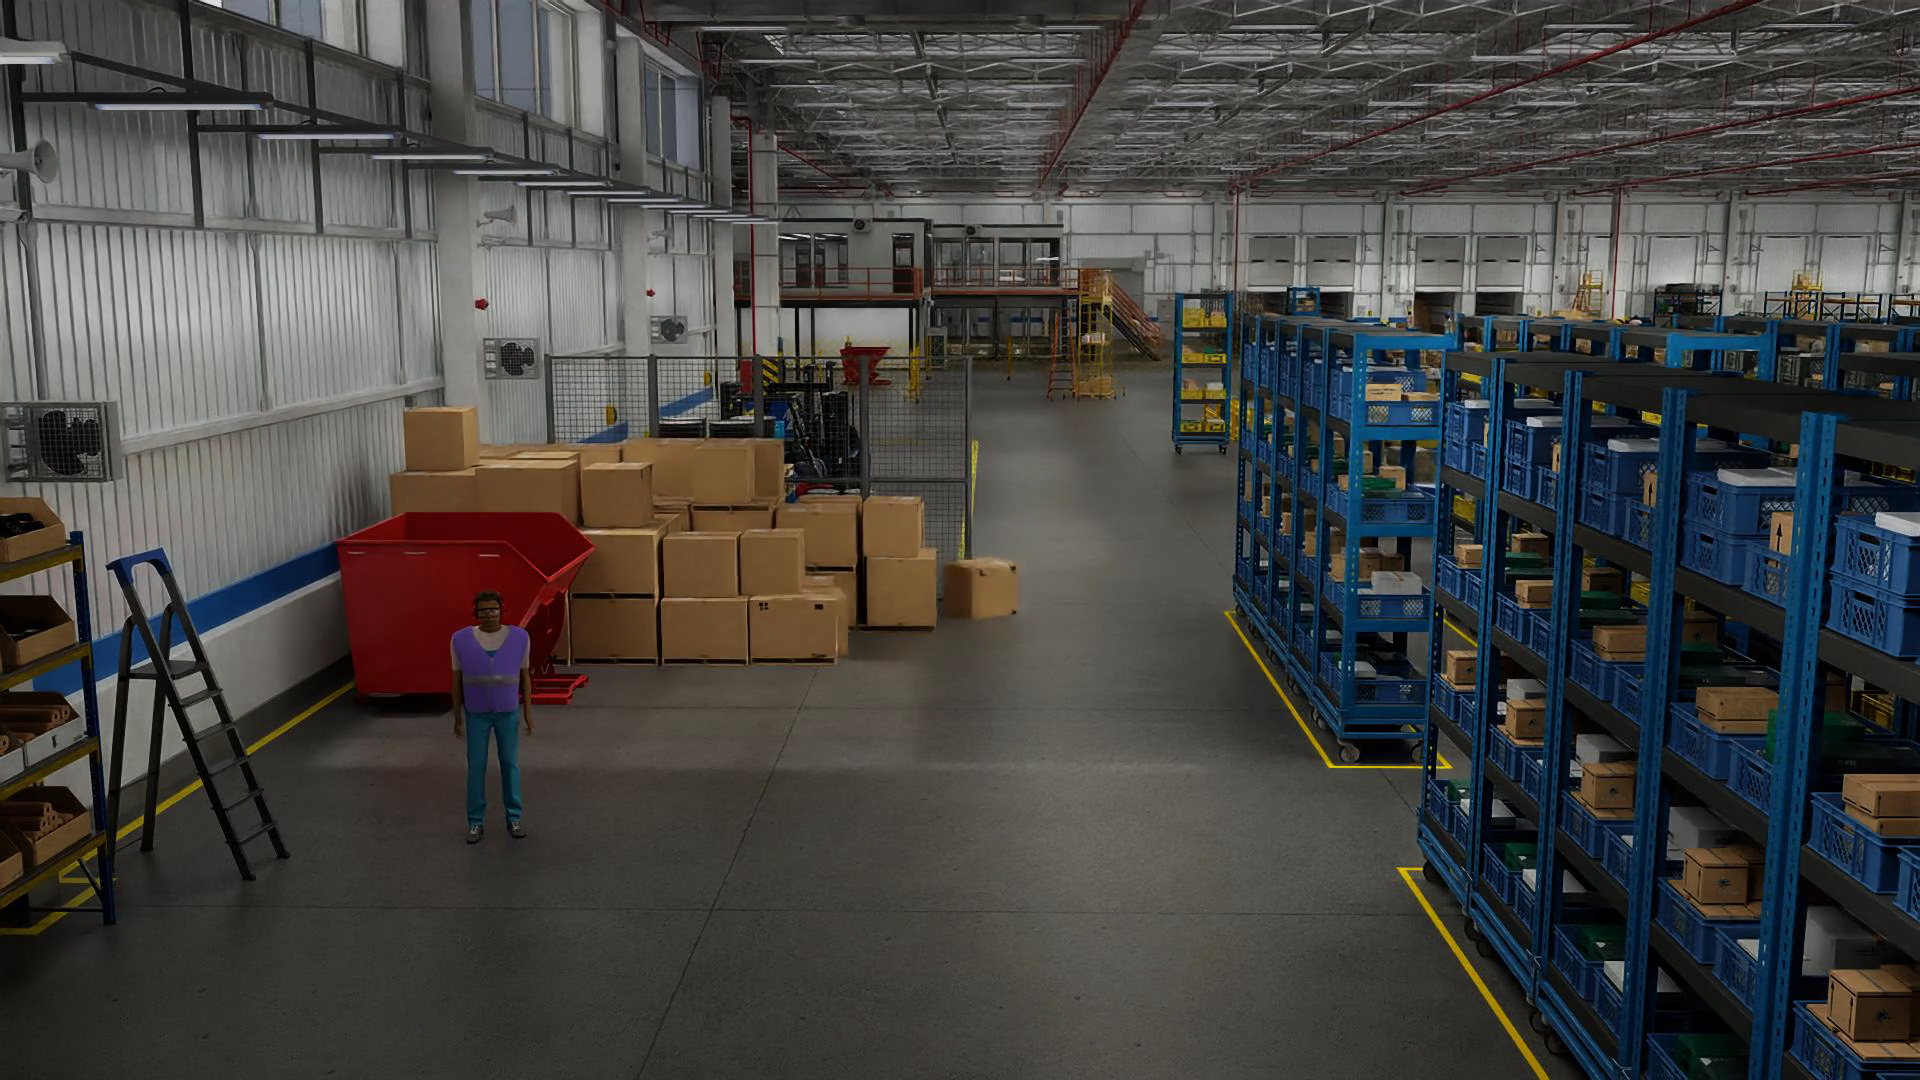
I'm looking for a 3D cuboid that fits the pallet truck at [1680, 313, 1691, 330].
[{"bbox_3d":[36.315,-10.531,84.244,0.823,1.965,1.885,-6,11,-33],"label":"pallet truck"}]

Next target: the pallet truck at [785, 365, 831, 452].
[{"bbox_3d":[-3.774,-2.976,37.635,1.885,1.965,0.823,1,9,5],"label":"pallet truck"}]

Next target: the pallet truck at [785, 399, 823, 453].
[{"bbox_3d":[-3.814,-2.432,36.419,1.630,1.274,0.653,0,9,1],"label":"pallet truck"}]

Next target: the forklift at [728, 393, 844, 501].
[{"bbox_3d":[-2.979,-1.316,26.476,2.680,1.987,1.157,0,9,1],"label":"forklift"}]

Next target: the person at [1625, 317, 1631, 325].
[{"bbox_3d":[31.223,-9.467,77.929,0.596,1.915,0.402,5,10,28],"label":"person"}]

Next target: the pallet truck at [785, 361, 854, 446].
[{"bbox_3d":[-3.410,-3.193,38.978,1.885,1.965,0.823,0,9,-1],"label":"pallet truck"}]

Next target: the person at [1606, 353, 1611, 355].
[{"bbox_3d":[18.670,-4.570,48.268,0.515,1.734,0.764,-6,11,-32],"label":"person"}]

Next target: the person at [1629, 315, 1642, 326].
[{"bbox_3d":[34.508,-10.581,85.027,0.635,1.842,0.429,4,10,23],"label":"person"}]

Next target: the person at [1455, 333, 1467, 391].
[{"bbox_3d":[17.072,-6.105,56.984,1.099,1.971,0.602,3,10,18],"label":"person"}]

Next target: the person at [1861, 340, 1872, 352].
[{"bbox_3d":[31.739,-6.268,58.379,0.509,1.855,0.539,2,9,10],"label":"person"}]

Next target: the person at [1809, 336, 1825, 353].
[{"bbox_3d":[30.302,-6.396,58.602,0.786,2.000,0.713,0,9,3],"label":"person"}]

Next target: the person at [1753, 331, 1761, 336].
[{"bbox_3d":[38.158,-9.638,79.653,0.580,1.701,0.318,-9,13,-44],"label":"person"}]

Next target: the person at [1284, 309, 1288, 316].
[{"bbox_3d":[18.680,-12.292,95.453,0.568,1.885,0.982,-8,12,-41],"label":"person"}]

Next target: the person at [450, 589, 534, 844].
[{"bbox_3d":[-3.375,1.252,12.021,0.563,1.847,0.389,-3,10,-18],"label":"person"}]

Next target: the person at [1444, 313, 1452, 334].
[{"bbox_3d":[25.175,-10.763,85.873,0.412,1.940,0.601,-2,9,-14],"label":"person"}]

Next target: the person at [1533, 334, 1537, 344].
[{"bbox_3d":[22.248,-7.299,64.732,0.317,1.865,0.519,-4,10,-22],"label":"person"}]

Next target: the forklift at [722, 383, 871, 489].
[{"bbox_3d":[-2.893,-1.687,28.729,2.680,1.987,1.157,0,9,-1],"label":"forklift"}]

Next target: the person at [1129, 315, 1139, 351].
[{"bbox_3d":[8.873,-10.562,84.914,0.633,1.841,0.429,5,11,30],"label":"person"}]

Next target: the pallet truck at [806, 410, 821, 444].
[{"bbox_3d":[-3.559,-2.018,33.905,1.522,1.261,0.704,0,9,-1],"label":"pallet truck"}]

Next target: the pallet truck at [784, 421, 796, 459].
[{"bbox_3d":[-4.013,-1.793,32.705,1.601,1.201,0.680,0,9,1],"label":"pallet truck"}]

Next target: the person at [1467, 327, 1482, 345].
[{"bbox_3d":[22.764,-8.754,73.495,0.622,1.931,1.056,-4,10,-23],"label":"person"}]

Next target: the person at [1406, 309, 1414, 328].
[{"bbox_3d":[25.620,-12.195,94.759,0.394,1.920,0.586,9,13,43],"label":"person"}]

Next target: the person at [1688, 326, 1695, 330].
[{"bbox_3d":[34.316,-9.436,78.298,0.870,1.718,0.542,-2,9,-11],"label":"person"}]
